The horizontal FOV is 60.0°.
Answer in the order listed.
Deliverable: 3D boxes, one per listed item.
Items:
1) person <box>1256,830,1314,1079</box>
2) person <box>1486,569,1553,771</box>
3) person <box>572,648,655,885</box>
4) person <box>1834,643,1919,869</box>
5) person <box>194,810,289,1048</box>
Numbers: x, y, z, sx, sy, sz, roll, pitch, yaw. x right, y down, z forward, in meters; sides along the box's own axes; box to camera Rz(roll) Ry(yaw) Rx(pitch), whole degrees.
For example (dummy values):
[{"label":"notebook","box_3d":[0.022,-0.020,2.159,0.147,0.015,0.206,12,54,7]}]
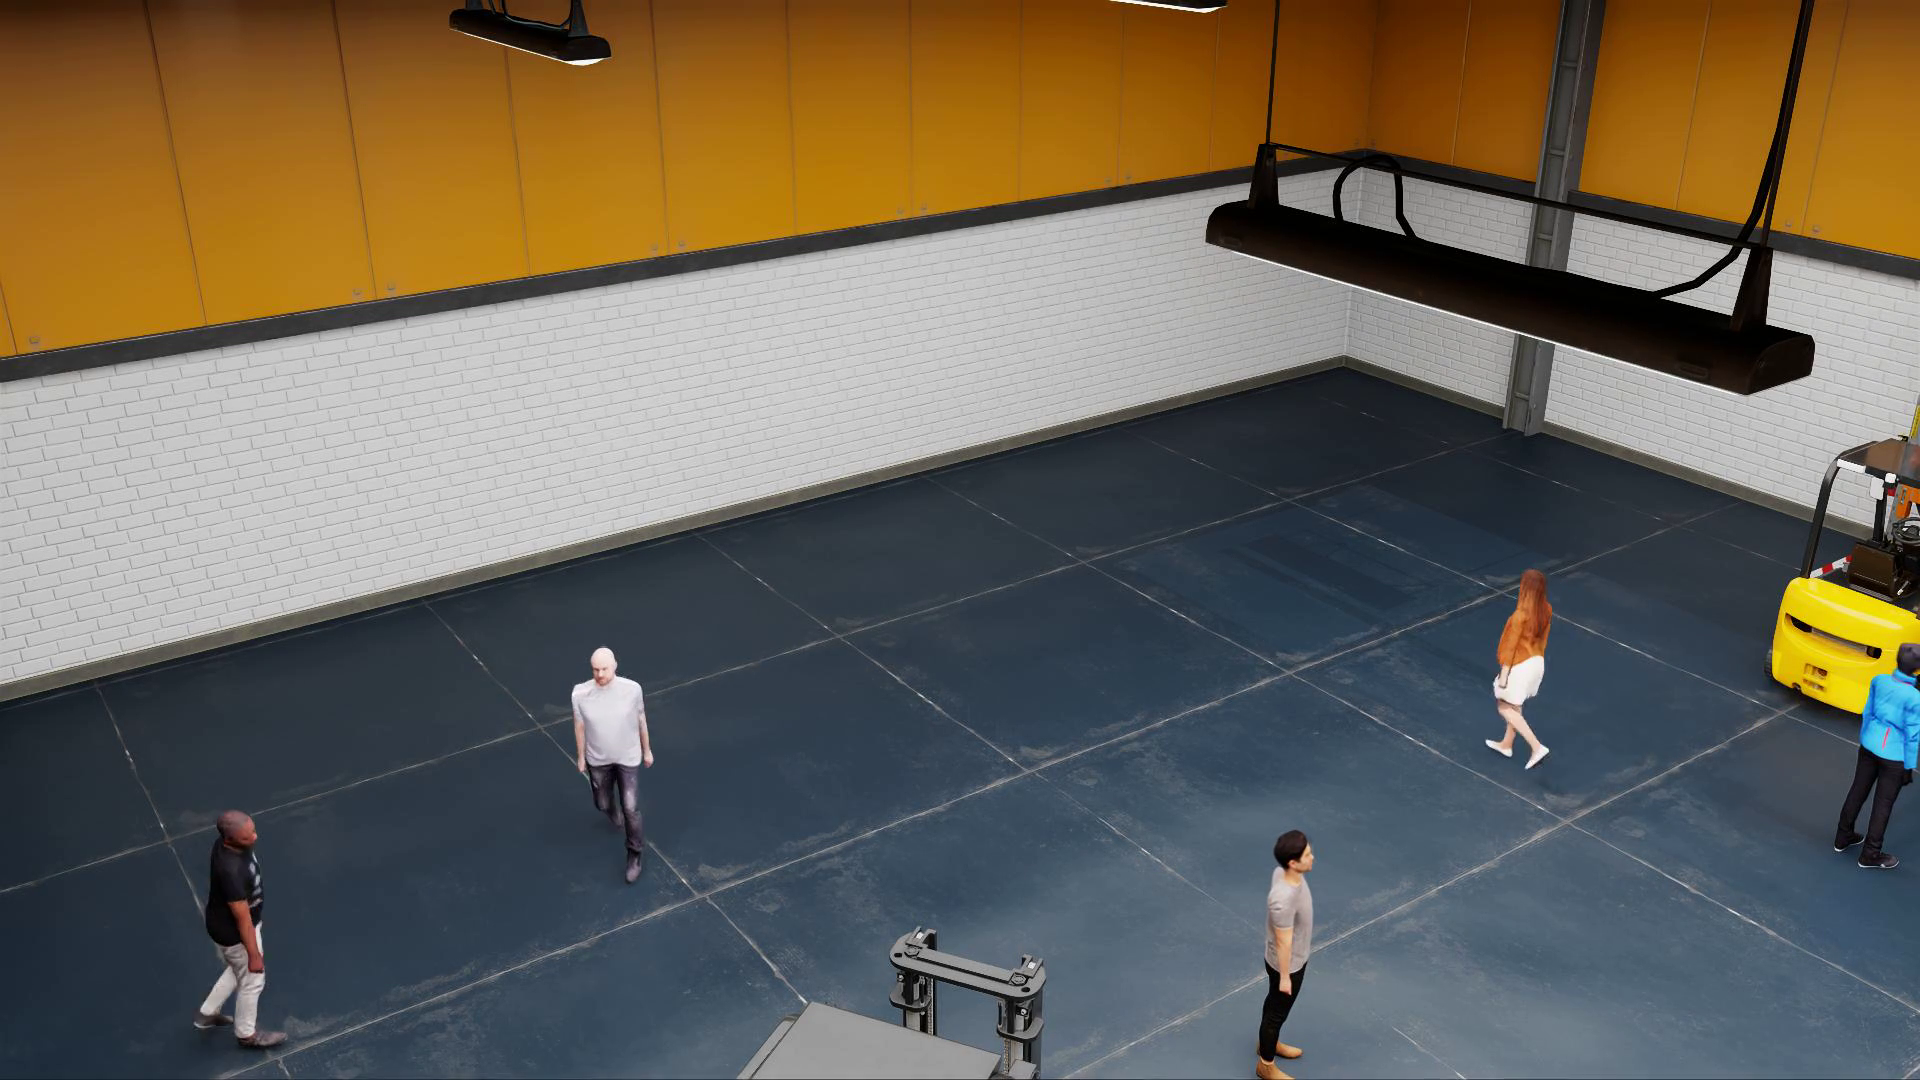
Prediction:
[{"label":"person","box_3d":[1.976,2.511,10.117,0.721,1.725,0.686,7,25,15]},{"label":"person","box_3d":[4.596,1.074,13.433,0.613,1.704,0.855,-16,28,-32]},{"label":"person","box_3d":[-2.536,1.551,12.220,1.024,1.802,1.210,-4,24,-9]},{"label":"person","box_3d":[6.778,1.560,12.204,0.736,1.797,0.566,-8,25,-17]},{"label":"person","box_3d":[-4.499,2.416,10.282,0.879,1.768,0.840,-14,27,-30]}]
